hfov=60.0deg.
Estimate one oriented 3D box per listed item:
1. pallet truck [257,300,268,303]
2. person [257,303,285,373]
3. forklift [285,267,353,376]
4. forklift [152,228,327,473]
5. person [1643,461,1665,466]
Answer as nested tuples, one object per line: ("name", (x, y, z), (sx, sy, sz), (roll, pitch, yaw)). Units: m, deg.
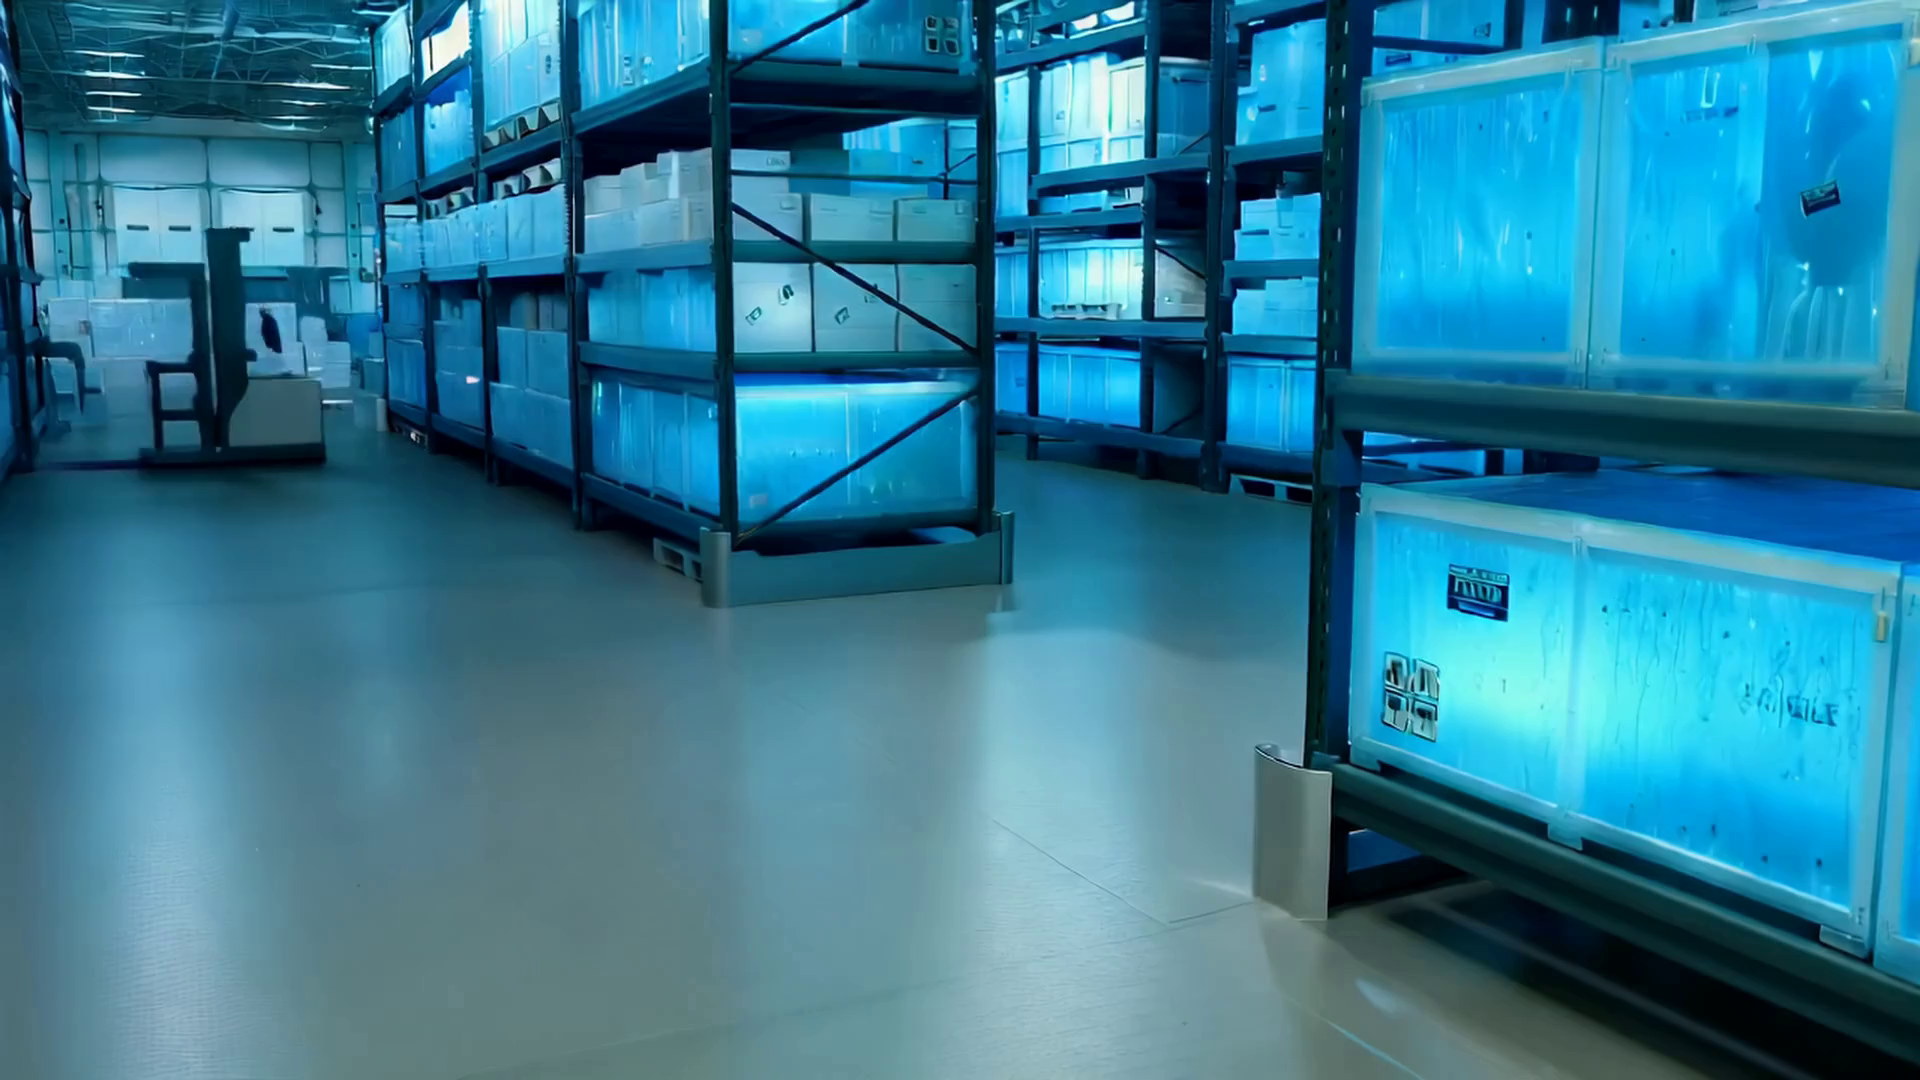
("pallet truck", (-23.913, -7.404, 58.171), (1.885, 1.965, 0.823), (-1, 8, -9))
("person", (-14.369, -3.951, 34.553), (1.026, 1.938, 0.643), (-7, 11, -38))
("forklift", (-16.532, -5.490, 41.948), (1.129, 2.768, 1.873), (5, 10, 31))
("forklift", (-8.579, -2.250, 19.605), (1.873, 2.768, 1.129), (-4, 9, -26))
("person", (4.215, -0.296, 9.553), (0.651, 1.885, 0.680), (-5, 9, -29))
